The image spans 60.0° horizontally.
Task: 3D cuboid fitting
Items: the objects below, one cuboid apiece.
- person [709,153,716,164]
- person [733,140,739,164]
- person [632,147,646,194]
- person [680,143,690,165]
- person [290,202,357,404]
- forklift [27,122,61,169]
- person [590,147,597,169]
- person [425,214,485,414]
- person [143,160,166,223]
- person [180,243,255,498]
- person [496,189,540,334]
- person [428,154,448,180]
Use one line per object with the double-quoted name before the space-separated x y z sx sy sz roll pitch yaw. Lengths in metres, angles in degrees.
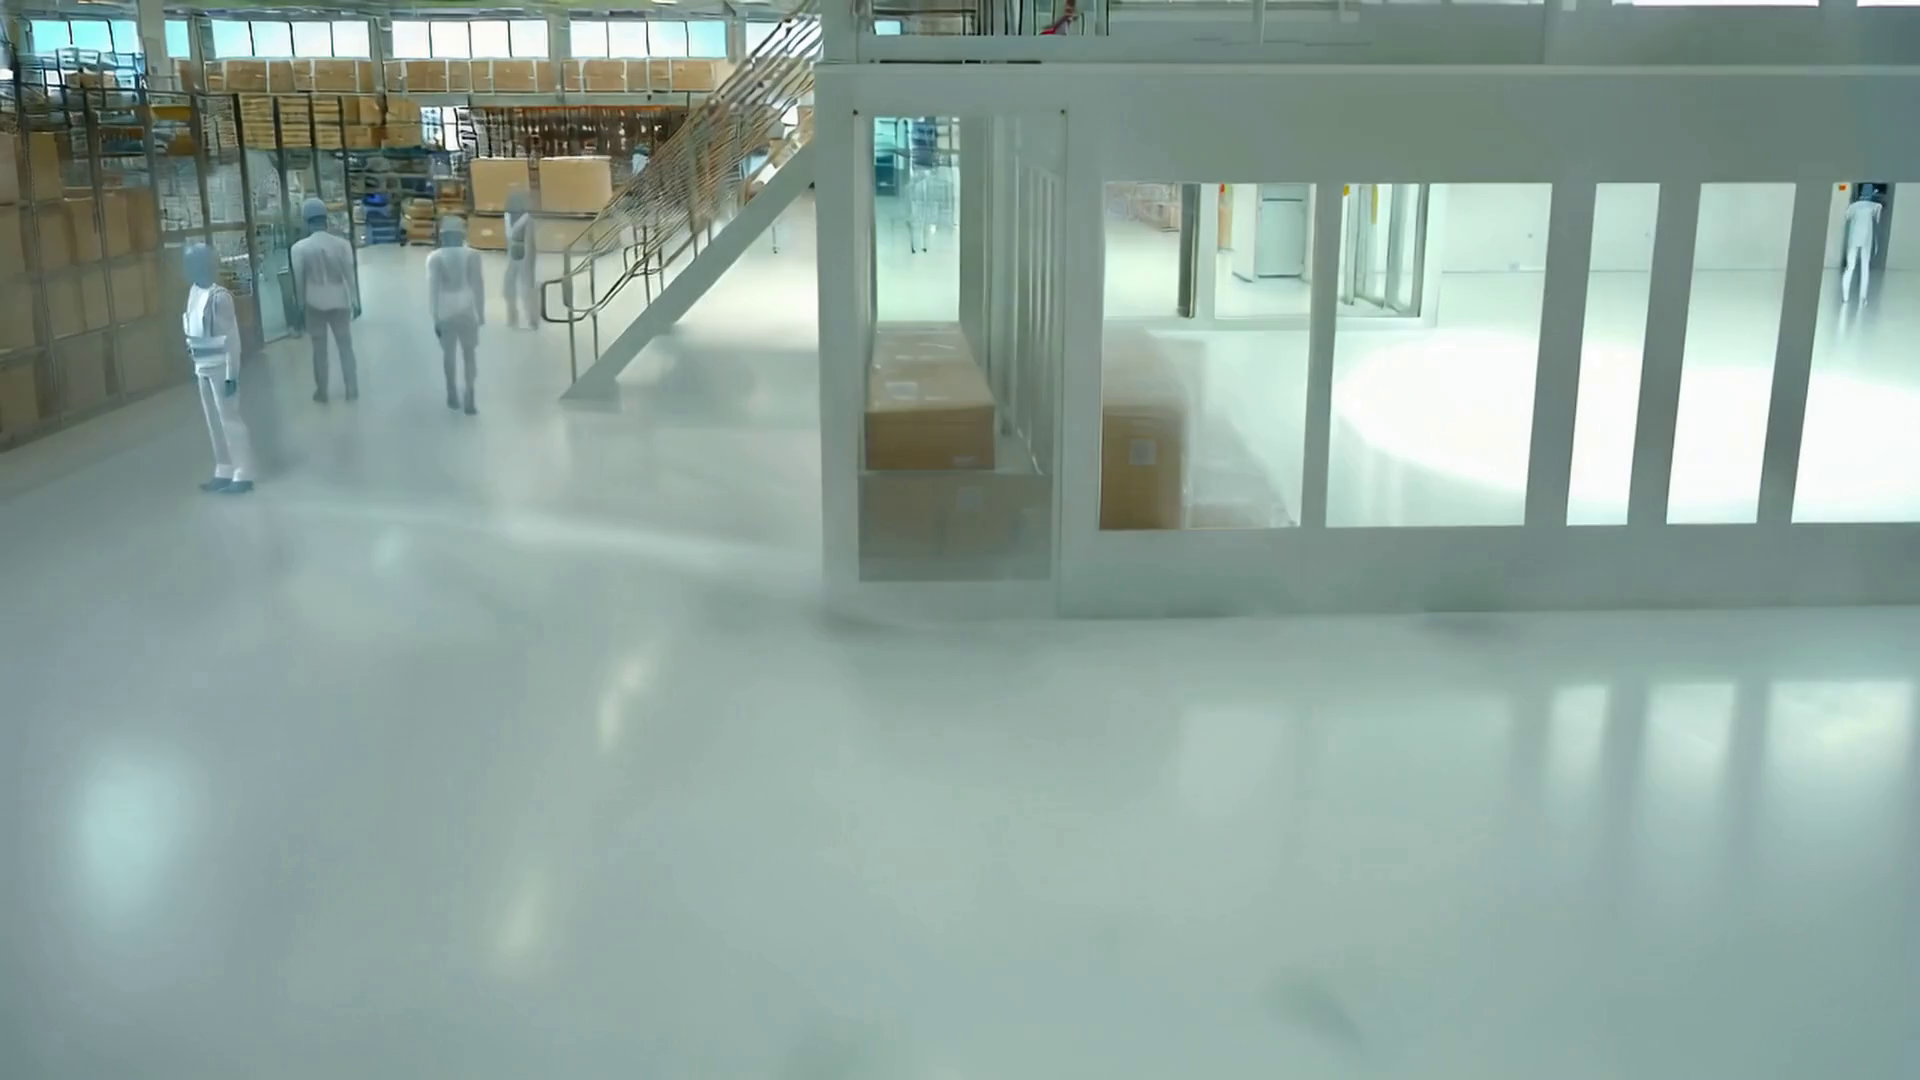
"person" -8.835 -12.961 58.944 0.687 1.997 0.655 3 14 13
"person" -11.429 -19.695 86.006 0.674 1.913 1.035 6 15 23
"person" -12.052 -13.761 62.346 0.395 1.893 0.649 8 16 28
"person" -13.876 -19.222 84.285 0.592 1.833 0.404 -5 15 -20
"person" -6.304 -2.346 16.521 0.608 1.987 0.388 -10 17 -36
"forklift" -35.376 -14.773 64.377 1.129 2.768 1.873 -1 14 -2
"person" -16.145 -16.483 73.490 0.567 1.745 0.559 0 14 0
"person" -4.884 -2.204 16.154 0.548 1.879 1.001 -5 15 -20
"person" -18.874 -7.930 38.989 0.544 1.924 0.444 10 17 34
"person" -5.541 -1.255 12.368 0.585 1.882 0.337 12 19 41
"person" -5.862 -3.648 21.899 0.637 1.892 0.723 12 18 40
"person" -16.671 -11.429 53.202 0.592 1.805 0.801 0 14 -1
